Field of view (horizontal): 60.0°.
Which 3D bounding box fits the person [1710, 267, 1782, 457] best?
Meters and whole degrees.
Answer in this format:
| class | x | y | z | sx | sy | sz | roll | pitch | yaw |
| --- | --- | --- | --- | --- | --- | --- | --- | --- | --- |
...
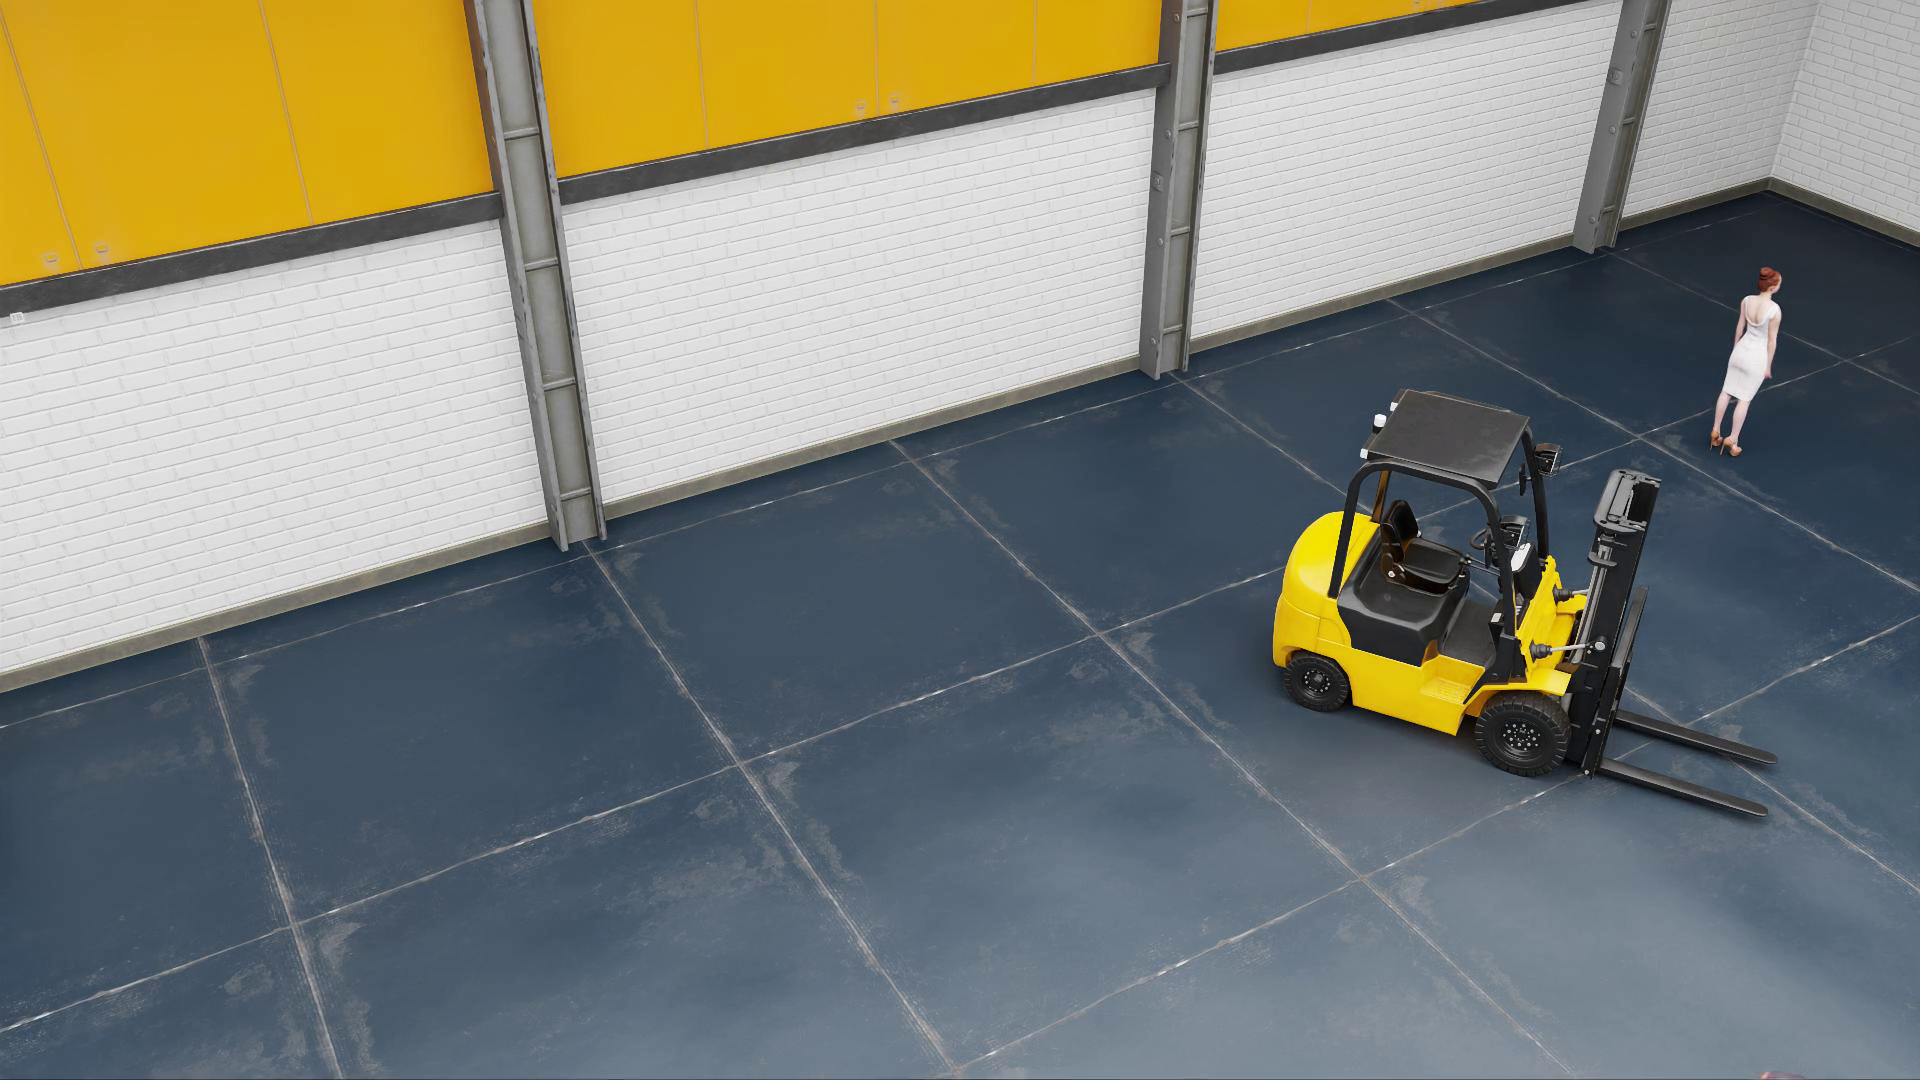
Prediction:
| class | x | y | z | sx | sy | sz | roll | pitch | yaw |
| --- | --- | --- | --- | --- | --- | --- | --- | --- | --- |
| person | 6.919 | -1.570 | 14.626 | 0.505 | 1.788 | 0.589 | -14 | 36 | -20 |
